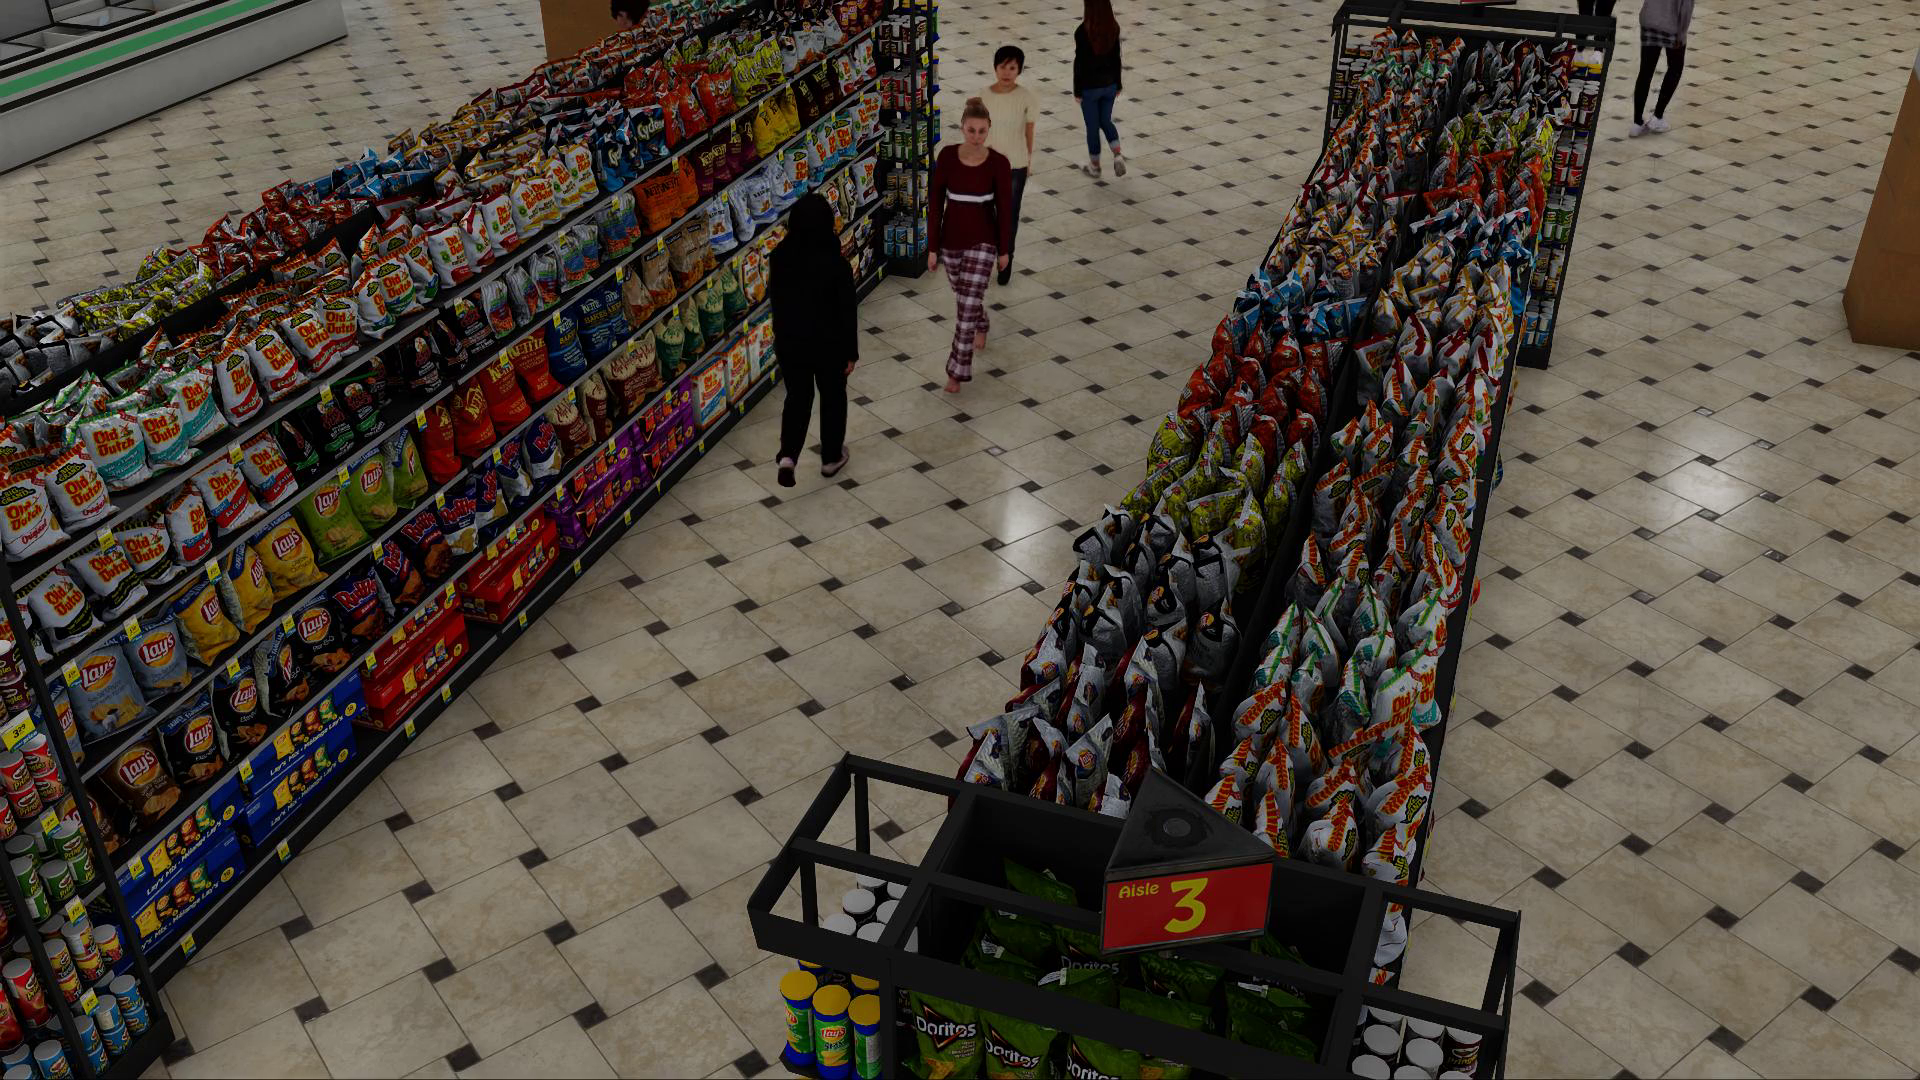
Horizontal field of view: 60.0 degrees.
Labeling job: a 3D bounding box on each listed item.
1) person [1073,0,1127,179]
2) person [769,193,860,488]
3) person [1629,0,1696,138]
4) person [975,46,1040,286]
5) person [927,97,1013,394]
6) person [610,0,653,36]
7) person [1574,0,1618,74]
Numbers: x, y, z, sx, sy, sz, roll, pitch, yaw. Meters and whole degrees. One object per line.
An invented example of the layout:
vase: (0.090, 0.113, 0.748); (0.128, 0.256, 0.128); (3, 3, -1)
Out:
person: (1.084, -3.451, 12.688); (0.804, 1.467, 0.854); (-15, 35, -22)
person: (-0.785, -0.972, 8.576); (0.678, 1.601, 0.901); (8, 33, 13)
person: (5.672, -4.150, 13.536); (0.763, 1.757, 0.732); (-27, 41, -36)
person: (0.287, -2.506, 11.066); (0.667, 1.575, 0.793); (4, 32, 7)
person: (0.061, -1.757, 9.782); (0.669, 1.659, 1.082); (9, 33, 14)
person: (-2.221, -3.065, 11.865); (1.135, 1.681, 0.892); (-27, 41, -36)
person: (5.824, -5.034, 15.096); (0.706, 1.611, 1.132); (6, 32, 9)
